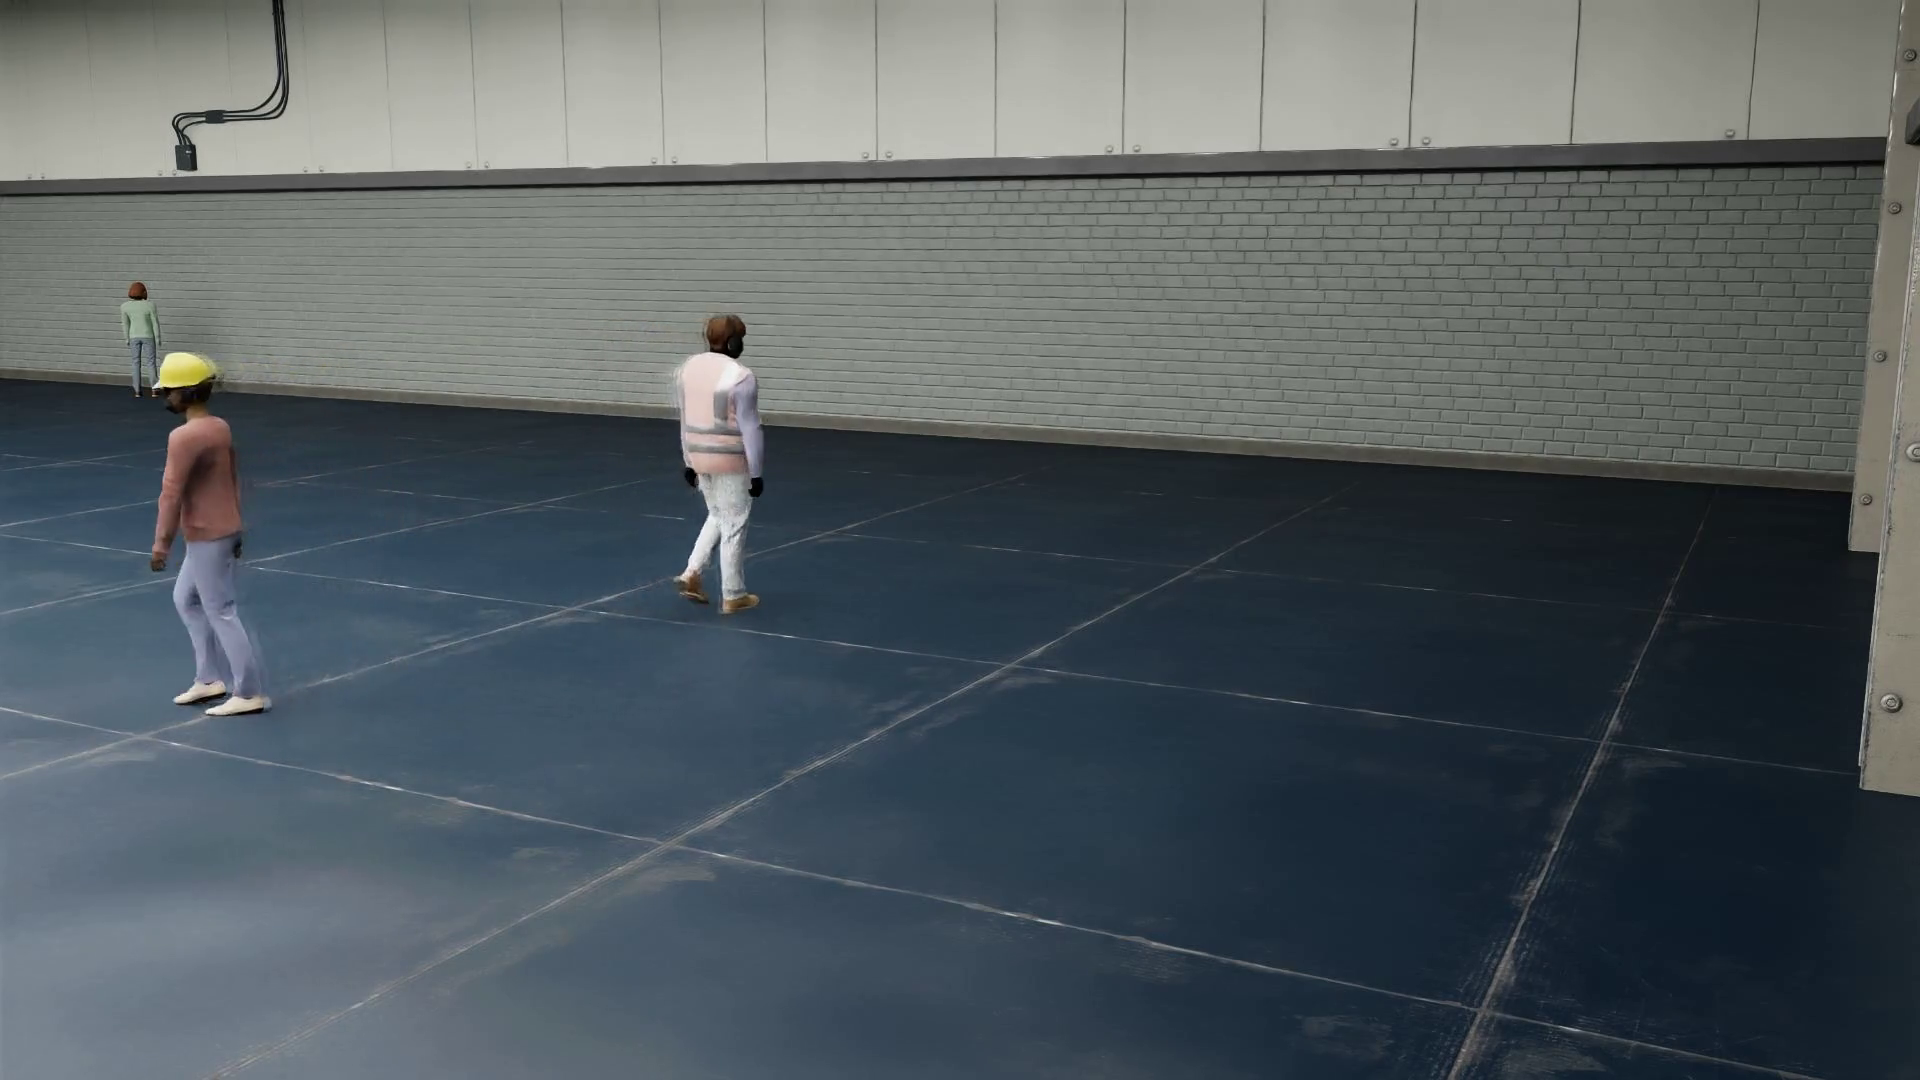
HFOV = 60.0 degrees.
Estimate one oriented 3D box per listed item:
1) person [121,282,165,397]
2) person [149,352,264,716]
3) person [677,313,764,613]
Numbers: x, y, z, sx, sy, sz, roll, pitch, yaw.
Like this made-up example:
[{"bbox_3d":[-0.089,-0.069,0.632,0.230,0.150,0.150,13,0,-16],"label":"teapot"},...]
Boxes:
[{"bbox_3d":[-11.658,-2.854,23.718,0.499,1.633,0.286,-1,10,-8],"label":"person"},{"bbox_3d":[-3.649,-0.011,7.921,0.622,1.747,0.535,-1,10,-7],"label":"person"},{"bbox_3d":[-1.429,-0.451,10.074,0.651,1.831,0.446,9,14,40],"label":"person"}]
